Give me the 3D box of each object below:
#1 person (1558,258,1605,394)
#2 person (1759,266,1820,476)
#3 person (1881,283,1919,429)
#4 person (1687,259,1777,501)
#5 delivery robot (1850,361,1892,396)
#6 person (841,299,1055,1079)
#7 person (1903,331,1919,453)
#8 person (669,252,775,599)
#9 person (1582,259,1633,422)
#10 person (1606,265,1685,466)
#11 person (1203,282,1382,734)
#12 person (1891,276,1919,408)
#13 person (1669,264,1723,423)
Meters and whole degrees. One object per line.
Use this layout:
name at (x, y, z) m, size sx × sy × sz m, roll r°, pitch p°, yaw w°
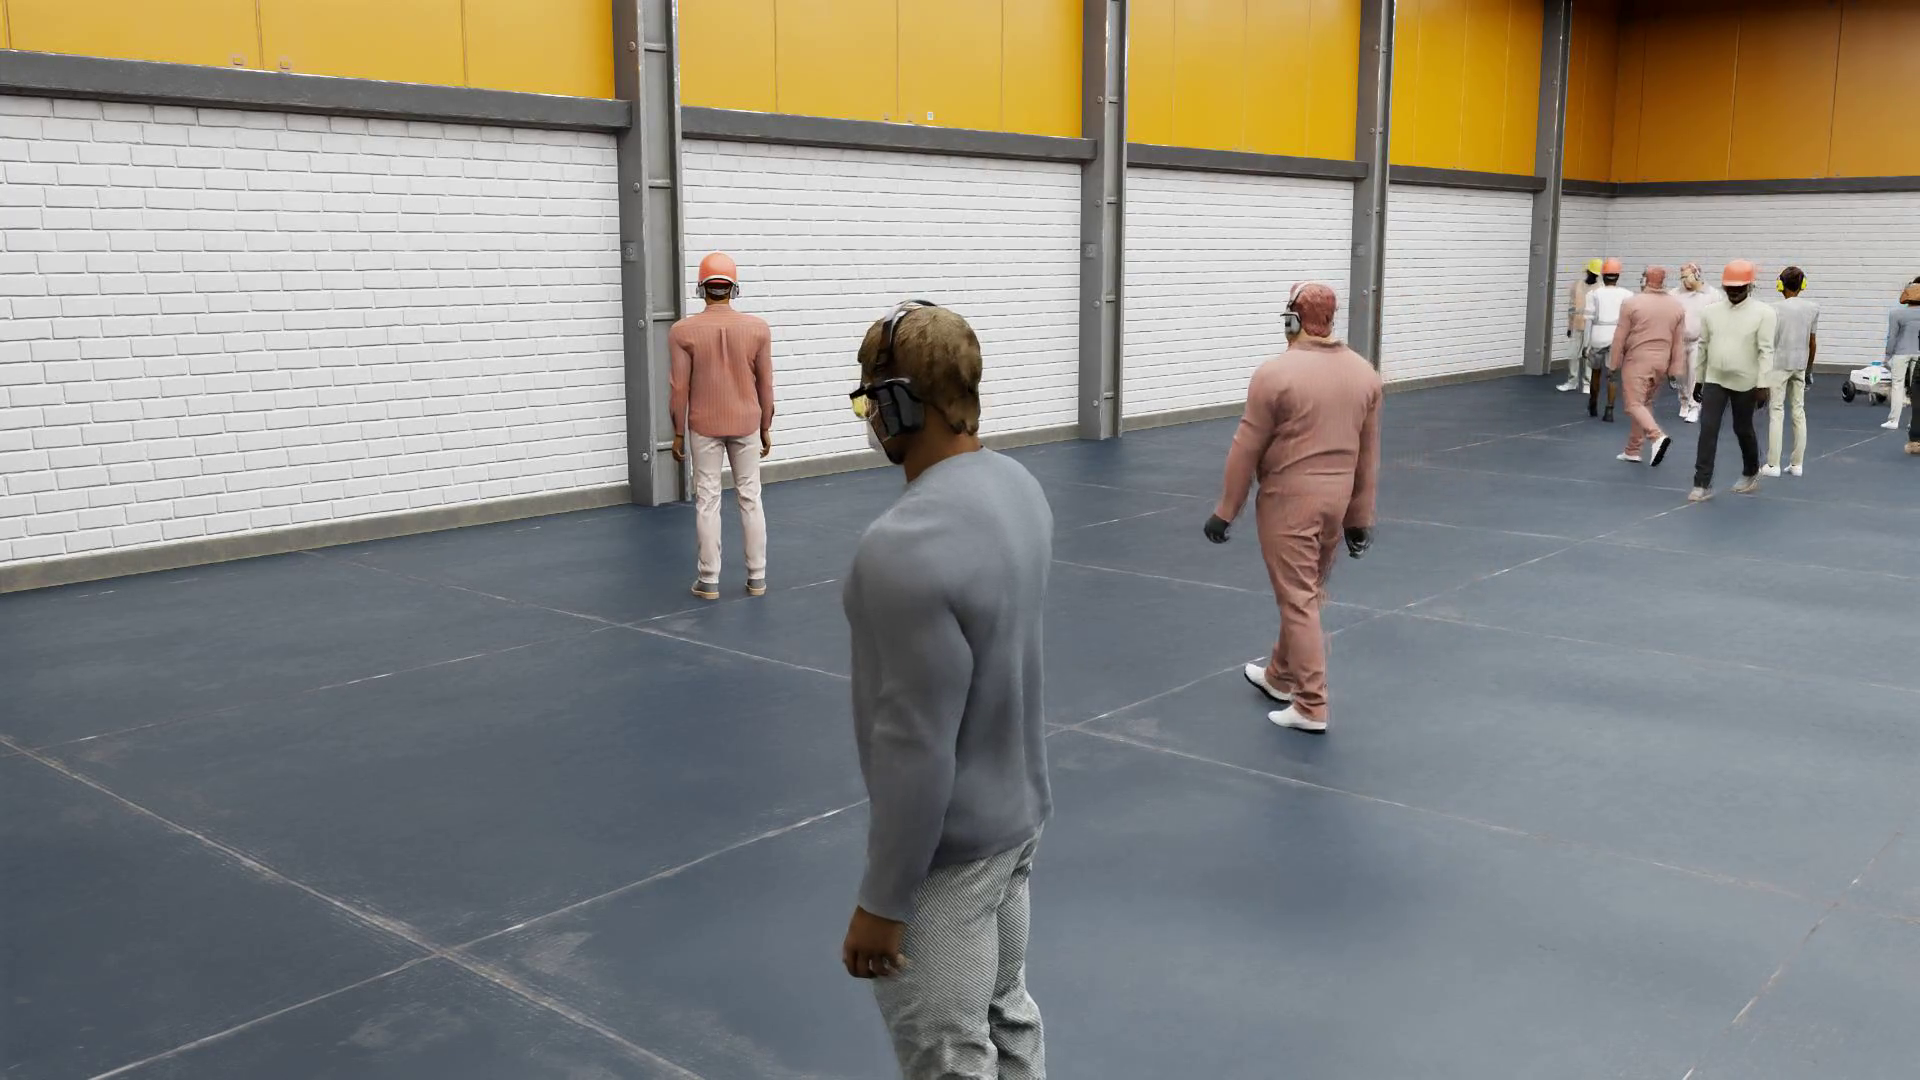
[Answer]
person at (8.697, -2.954, 23.057) m, size 0.629 × 1.878 × 0.501 m, roll 9°, pitch 13°, yaw 41°
person at (7.338, -1.489, 14.793) m, size 0.521 × 1.856 × 0.336 m, roll -1°, pitch 10°, yaw -4°
person at (10.627, -2.056, 18.650) m, size 0.500 × 1.633 × 0.281 m, roll 1°, pitch 10°, yaw 4°
person at (6.297, -1.303, 13.503) m, size 0.637 × 1.950 × 0.983 m, roll 10°, pitch 14°, yaw 44°
delivery robot at (11.877, -2.082, 21.595) m, size 0.477 × 0.478 × 0.707 m, roll 1°, pitch 10°, yaw 4°
person at (-0.029, 0.544, 2.990) m, size 0.371 × 1.935 × 0.627 m, roll 4°, pitch 11°, yaw 20°
person at (9.594, -1.826, 16.179) m, size 0.691 × 2.000 × 0.666 m, roll 1°, pitch 10°, yaw 3°
person at (-1.378, -0.654, 9.634) m, size 0.612 × 1.995 × 0.388 m, roll -3°, pitch 10°, yaw -18°
person at (7.661, -2.365, 19.690) m, size 0.570 × 1.875 × 1.022 m, roll 3°, pitch 10°, yaw 16°
person at (6.417, -1.613, 15.457) m, size 0.647 × 1.873 × 0.842 m, roll -3°, pitch 10°, yaw -15°
person at (1.387, -0.148, 7.104) m, size 0.673 × 1.891 × 0.677 m, roll -6°, pitch 12°, yaw -31°
person at (12.081, -2.496, 21.012) m, size 0.361 × 1.685 × 0.535 m, roll 4°, pitch 11°, yaw 21°
person at (8.643, -2.336, 19.664) m, size 0.654 × 1.854 × 0.972 m, roll 8°, pitch 13°, yaw 38°
